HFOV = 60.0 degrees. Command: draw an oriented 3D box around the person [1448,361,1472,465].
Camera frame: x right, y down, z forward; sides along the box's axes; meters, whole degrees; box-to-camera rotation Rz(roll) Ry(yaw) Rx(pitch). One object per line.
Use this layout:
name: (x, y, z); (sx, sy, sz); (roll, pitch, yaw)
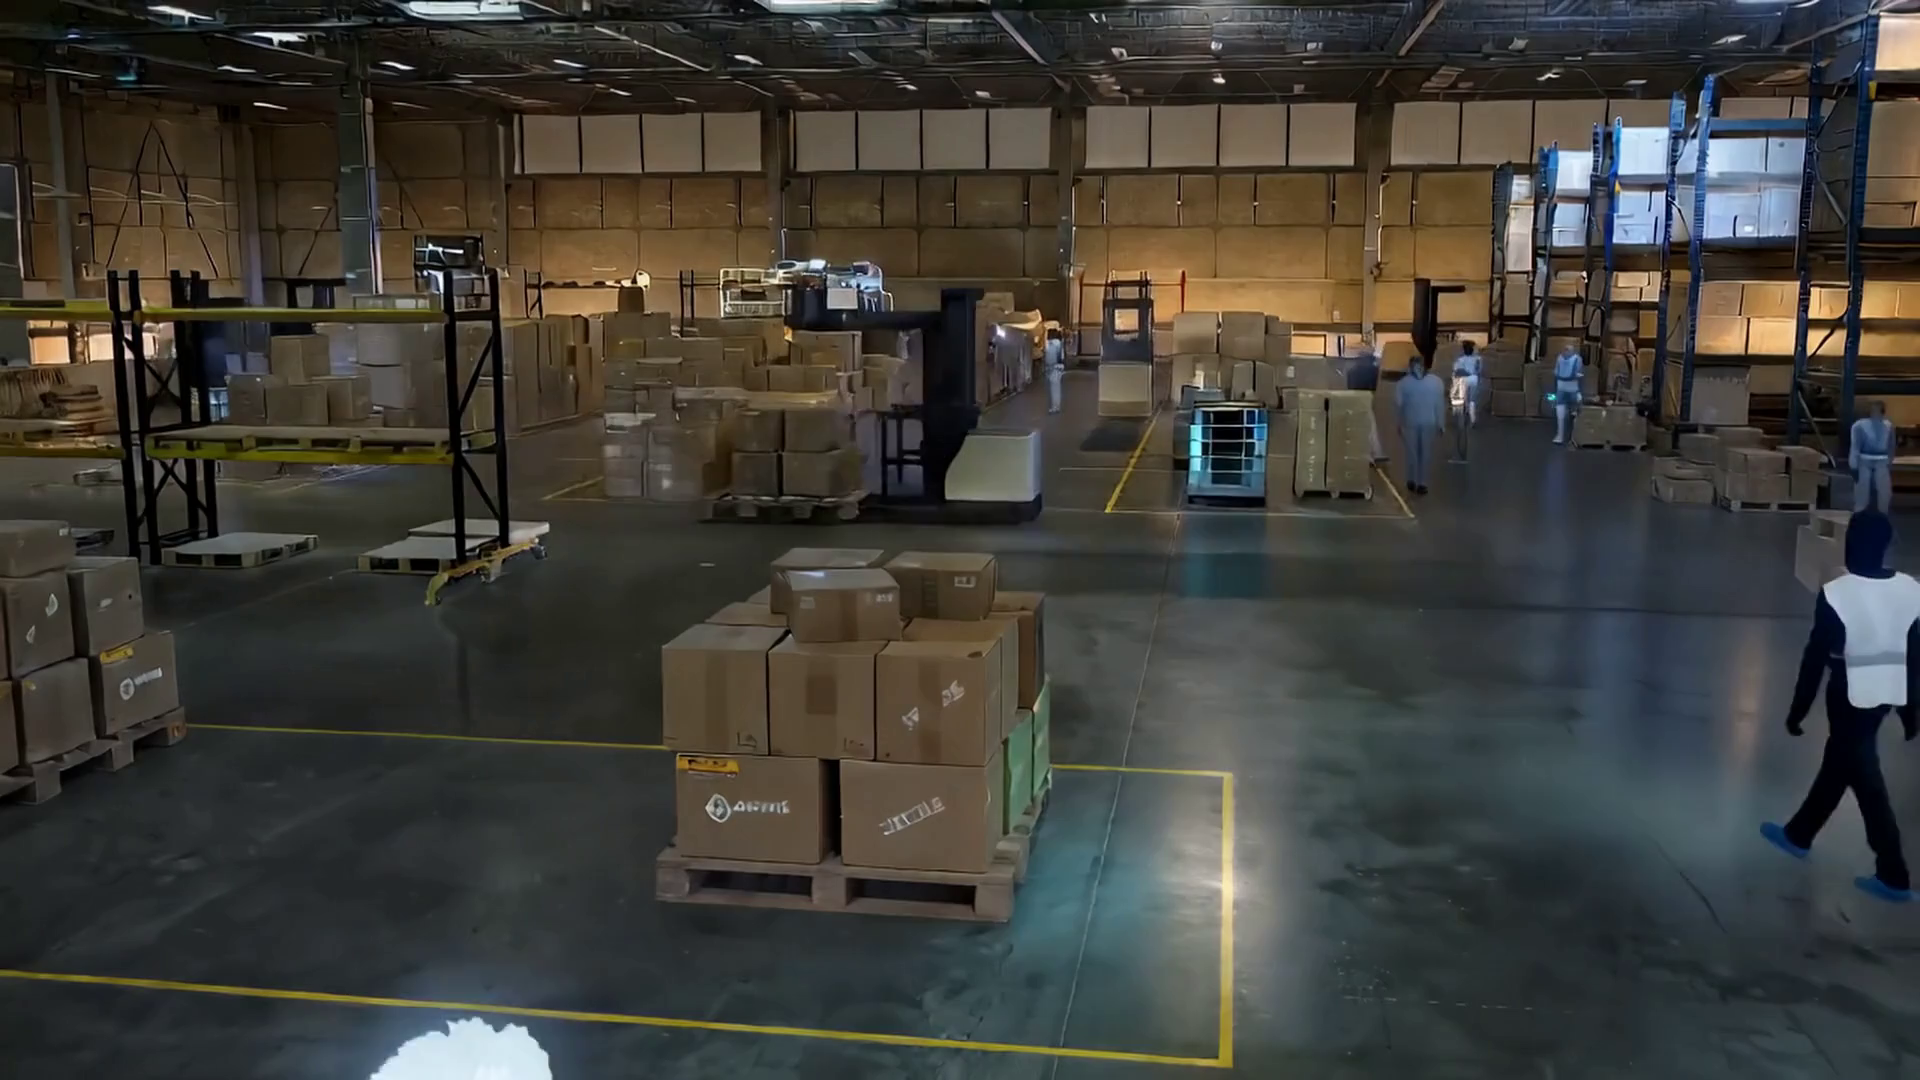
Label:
person: (7.837, -1.983, 25.989); (0.314, 1.630, 0.527); (-1, 9, -4)

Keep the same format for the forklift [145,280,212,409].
forklift: (-16.778, -4.294, 36.399); (1.873, 2.768, 1.129); (1, 9, 9)

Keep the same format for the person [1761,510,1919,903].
person: (4.410, 0.778, 8.241); (0.609, 1.863, 0.993); (-3, 10, -19)

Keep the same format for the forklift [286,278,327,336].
forklift: (-16.614, -5.274, 42.444); (1.873, 2.768, 1.129); (7, 12, 37)

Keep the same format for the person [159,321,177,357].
person: (-21.593, -5.276, 45.412); (0.381, 1.918, 0.585); (5, 10, 28)

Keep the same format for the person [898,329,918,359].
person: (-1.403, -5.094, 45.000); (0.558, 1.679, 0.444); (2, 9, 9)

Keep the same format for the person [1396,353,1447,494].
person: (6.232, -1.557, 22.475); (0.649, 1.913, 0.655); (1, 9, 8)

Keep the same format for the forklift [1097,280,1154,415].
forklift: (3.525, -4.103, 35.217); (1.129, 2.768, 1.873); (1, 9, 9)

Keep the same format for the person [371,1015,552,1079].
person: (-0.703, 1.654, 2.521); (0.368, 1.967, 0.602); (-7, 12, -38)

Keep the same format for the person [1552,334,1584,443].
person: (10.743, -2.665, 29.314); (0.689, 1.919, 0.549); (-8, 12, -41)

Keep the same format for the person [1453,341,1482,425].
person: (9.813, -3.008, 32.157); (0.542, 1.684, 0.577); (0, 9, 3)

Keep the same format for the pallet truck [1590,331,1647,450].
pallet truck: (11.253, -2.573, 28.499); (0.823, 1.965, 1.885); (5, 10, 27)

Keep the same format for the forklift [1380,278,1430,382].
forklift: (12.374, -5.659, 44.818); (1.873, 2.768, 1.129); (1, 9, 9)

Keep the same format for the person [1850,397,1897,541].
person: (10.271, -0.784, 18.636); (0.524, 1.602, 0.751); (1, 9, 6)

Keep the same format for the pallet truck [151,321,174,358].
pallet truck: (-21.869, -5.598, 47.154); (0.823, 1.965, 1.885); (4, 10, 26)

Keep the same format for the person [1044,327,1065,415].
person: (1.982, -3.557, 35.057); (0.430, 1.841, 0.623); (3, 10, 20)

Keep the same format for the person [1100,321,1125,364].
person: (3.486, -4.065, 37.998); (0.552, 1.908, 0.890); (-1, 9, -6)

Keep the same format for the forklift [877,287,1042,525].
forklift: (0.016, -1.641, 20.035); (1.873, 2.768, 1.129); (1, 9, 9)

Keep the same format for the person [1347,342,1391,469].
person: (6.196, -2.063, 25.540); (0.645, 1.933, 1.037); (-4, 10, -25)
